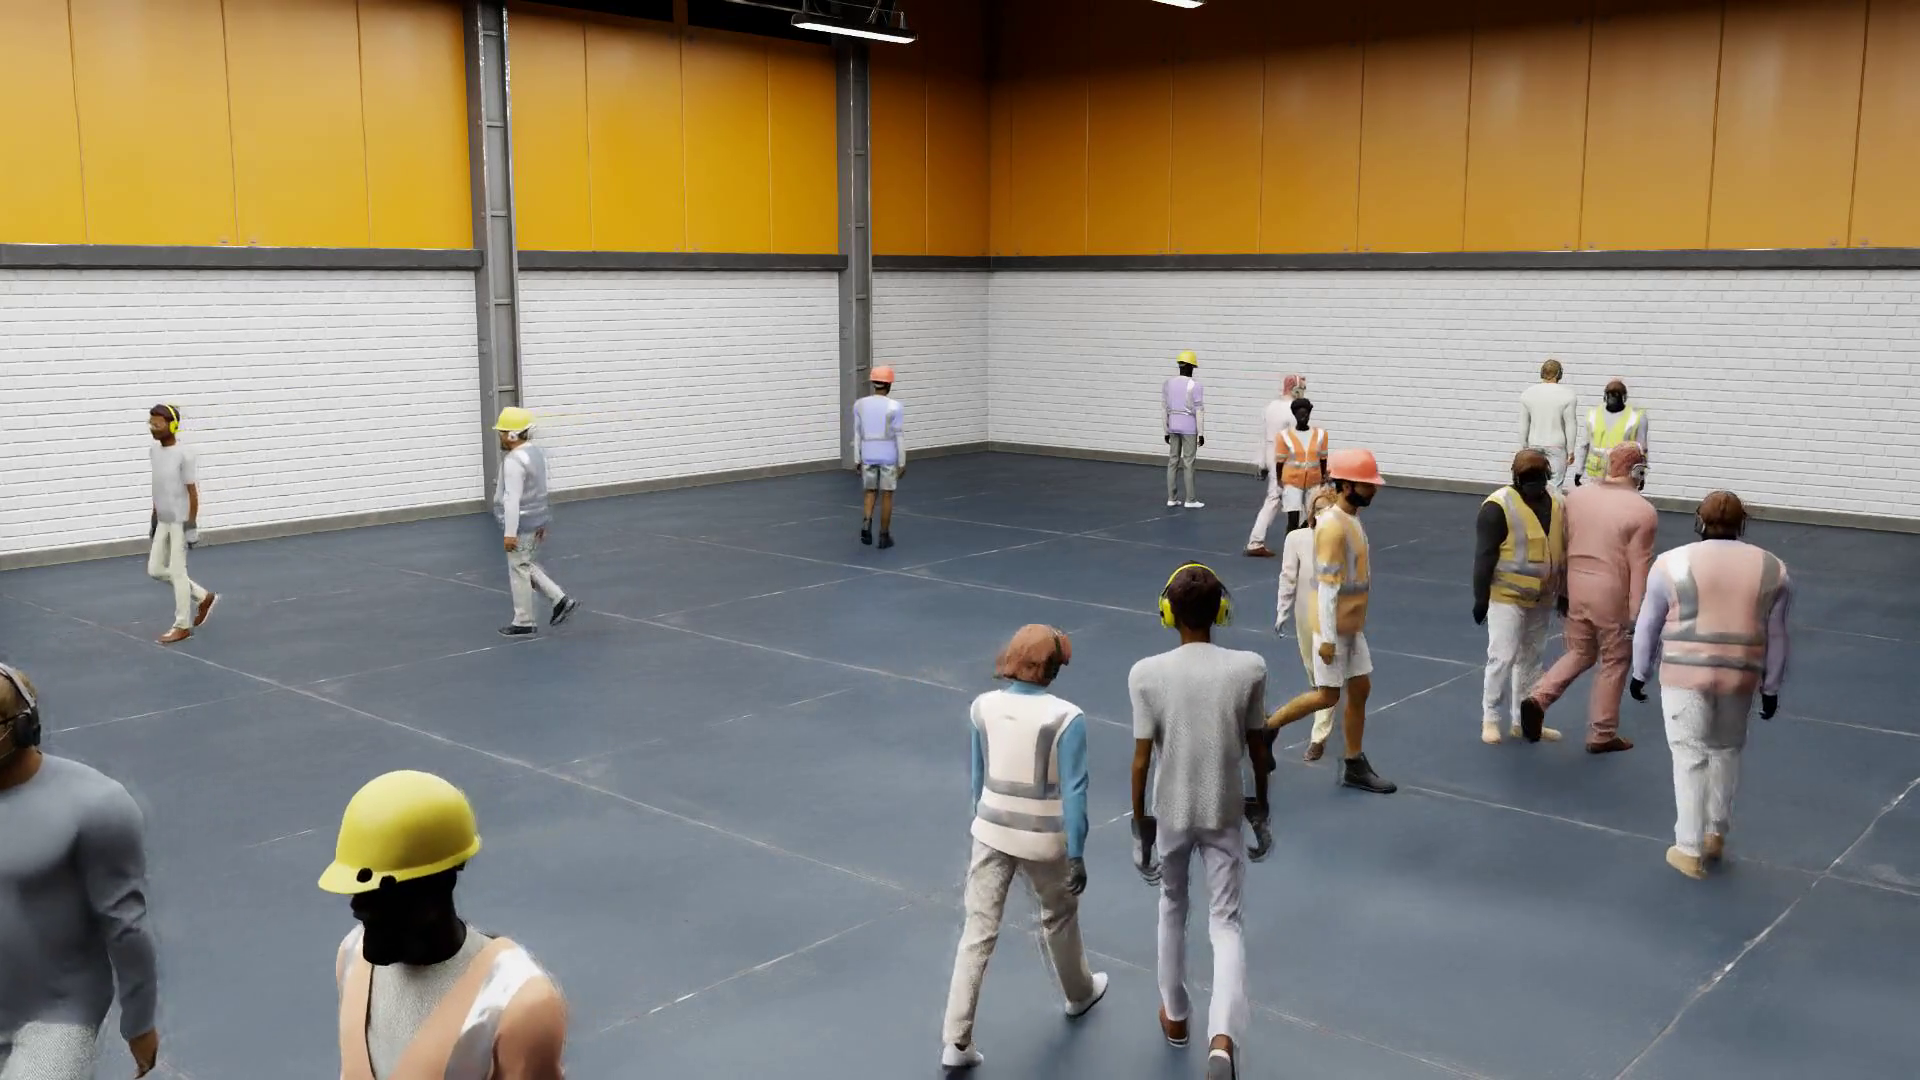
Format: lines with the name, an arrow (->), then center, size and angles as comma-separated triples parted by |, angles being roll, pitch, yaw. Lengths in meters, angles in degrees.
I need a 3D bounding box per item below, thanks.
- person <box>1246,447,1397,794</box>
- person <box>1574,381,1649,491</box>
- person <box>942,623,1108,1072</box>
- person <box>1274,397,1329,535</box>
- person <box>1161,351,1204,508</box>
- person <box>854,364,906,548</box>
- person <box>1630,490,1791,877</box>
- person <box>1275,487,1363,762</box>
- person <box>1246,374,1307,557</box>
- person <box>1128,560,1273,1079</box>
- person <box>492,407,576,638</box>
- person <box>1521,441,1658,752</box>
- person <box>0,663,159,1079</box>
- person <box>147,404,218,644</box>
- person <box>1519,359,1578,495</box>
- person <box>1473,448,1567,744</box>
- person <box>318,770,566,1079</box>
person -> 1.990, 0.432, 9.132 | 0.792, 1.916, 0.561 | 4, 10, 26
person -> 6.399, -0.669, 16.432 | 0.650, 1.789, 0.943 | 7, 11, 38
person -> 0.247, 1.101, 6.044 | 0.557, 1.586, 0.946 | 6, 11, 33
person -> 3.261, -0.543, 15.983 | 0.543, 1.678, 0.459 | -1, 9, -6
person -> 2.734, -1.343, 20.278 | 0.586, 1.917, 0.380 | 8, 12, 40
person -> -0.826, -0.852, 17.181 | 0.561, 1.918, 0.460 | 3, 10, 19
person -> 3.559, 0.667, 7.963 | 0.651, 1.816, 0.612 | 1, 9, 8
person -> 2.189, 0.456, 9.999 | 0.499, 1.596, 0.859 | 5, 10, 28
person -> 3.336, -0.751, 16.784 | 1.011, 1.841, 0.656 | -2, 9, -13
person -> 0.850, 0.997, 5.845 | 0.528, 1.840, 0.845 | 1, 9, 6
person -> -3.370, -0.132, 12.974 | 0.511, 1.820, 0.596 | 0, 9, 2
person -> 3.709, 0.357, 9.736 | 0.671, 1.878, 0.686 | -5, 10, -28
person -> -2.415, 1.222, 4.294 | 0.652, 1.888, 1.040 | 1, 9, 8
person -> -6.079, -0.139, 12.918 | 0.545, 1.853, 0.522 | 5, 11, 31
person -> 6.365, -0.991, 18.017 | 0.628, 1.935, 0.373 | 7, 12, 38
person -> 3.430, 0.345, 10.011 | 0.791, 1.826, 0.437 | -5, 10, -27
person -> -0.987, 1.377, 3.211 | 0.625, 1.935, 0.379 | 5, 11, 31
